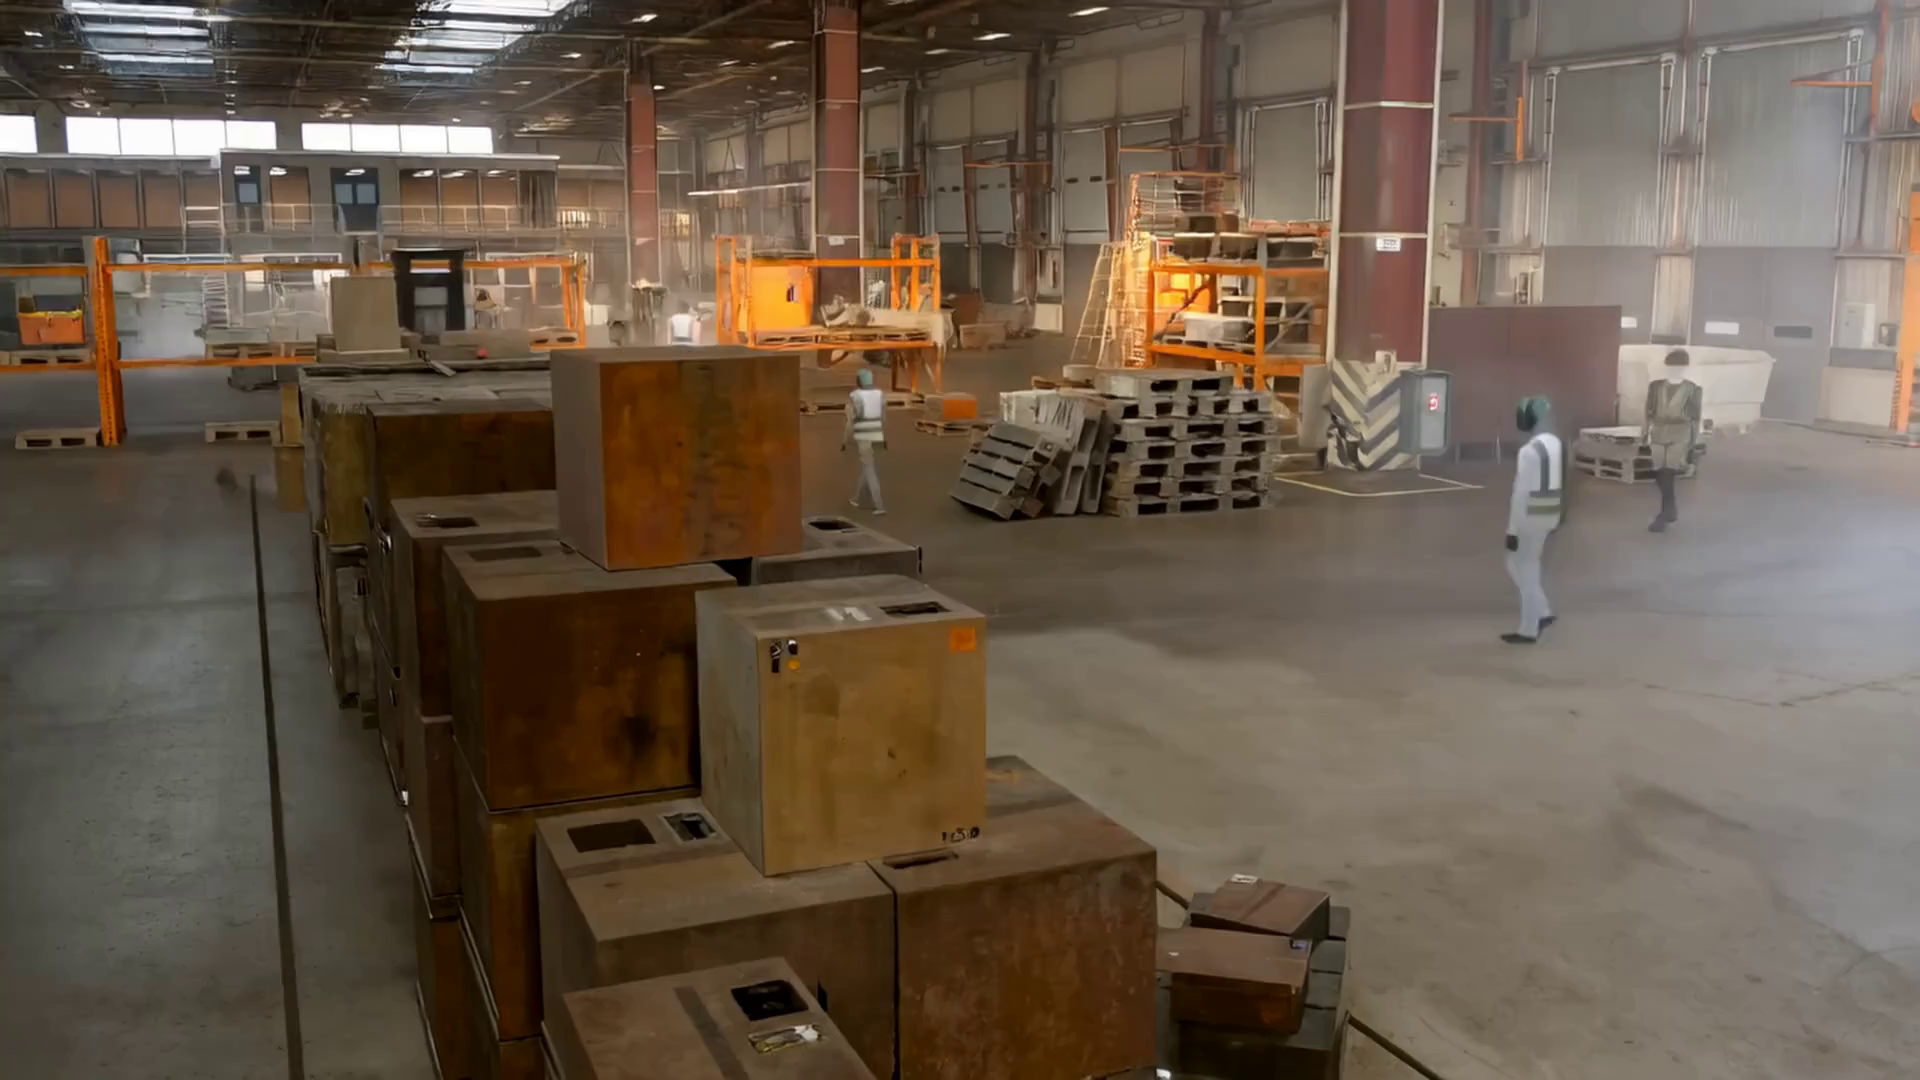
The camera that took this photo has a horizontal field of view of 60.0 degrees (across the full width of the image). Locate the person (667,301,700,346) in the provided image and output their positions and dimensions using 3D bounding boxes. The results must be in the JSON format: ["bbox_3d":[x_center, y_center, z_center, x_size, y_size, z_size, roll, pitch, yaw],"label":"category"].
[{"bbox_3d":[-5.186,-3.564,31.247,0.621,1.827,0.520,1,10,4],"label":"person"}]

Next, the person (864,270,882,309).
[{"bbox_3d":[-2.935,-8.155,56.265,0.612,1.932,0.430,1,10,4],"label":"person"}]

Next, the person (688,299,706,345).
[{"bbox_3d":[-5.918,-4.512,36.897,0.869,1.651,0.539,6,12,30],"label":"person"}]

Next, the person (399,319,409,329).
[{"bbox_3d":[-7.732,-2.100,23.000,0.647,1.879,1.035,6,12,29],"label":"person"}]

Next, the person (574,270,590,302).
[{"bbox_3d":[-13.877,-8.966,60.989,0.627,1.847,0.429,2,10,9],"label":"person"}]

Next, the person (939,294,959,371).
[{"bbox_3d":[-0.218,-4.725,37.923,0.651,1.725,0.492,-6,12,-30],"label":"person"}]

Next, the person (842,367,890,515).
[{"bbox_3d":[-1.058,-1.096,18.250,0.540,1.587,0.846,-9,13,-39],"label":"person"}]

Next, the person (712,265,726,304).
[{"bbox_3d":[-11.217,-11.928,76.945,0.647,1.960,0.905,-6,12,-30],"label":"person"}]

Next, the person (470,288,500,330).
[{"bbox_3d":[-10.781,-4.756,37.647,0.649,1.878,1.033,2,11,13],"label":"person"}]

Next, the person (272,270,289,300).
[{"bbox_3d":[-22.954,-8.157,56.288,0.545,1.926,0.396,-10,14,-43],"label":"person"}]

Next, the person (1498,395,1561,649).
[{"bbox_3d":[4.150,-0.125,12.150,0.415,1.871,0.612,8,13,36],"label":"person"}]

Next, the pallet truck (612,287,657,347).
[{"bbox_3d":[-6.464,-4.406,35.401,0.823,1.965,1.885,6,12,32],"label":"pallet truck"}]

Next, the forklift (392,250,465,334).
[{"bbox_3d":[-7.415,-2.676,23.434,1.129,2.768,1.873,1,10,8],"label":"forklift"}]

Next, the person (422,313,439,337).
[{"bbox_3d":[-7.851,-2.432,24.808,0.608,1.894,0.658,10,14,43],"label":"person"}]

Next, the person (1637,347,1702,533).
[{"bbox_3d":[7.383,-1.061,17.259,0.540,1.908,0.956,8,13,39],"label":"person"}]

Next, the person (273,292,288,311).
[{"bbox_3d":[-14.499,-4.378,35.647,0.329,1.861,0.504,1,10,4],"label":"person"}]

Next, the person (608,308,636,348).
[{"bbox_3d":[-5.905,-3.171,29.203,0.906,1.788,0.586,8,13,38],"label":"person"}]
